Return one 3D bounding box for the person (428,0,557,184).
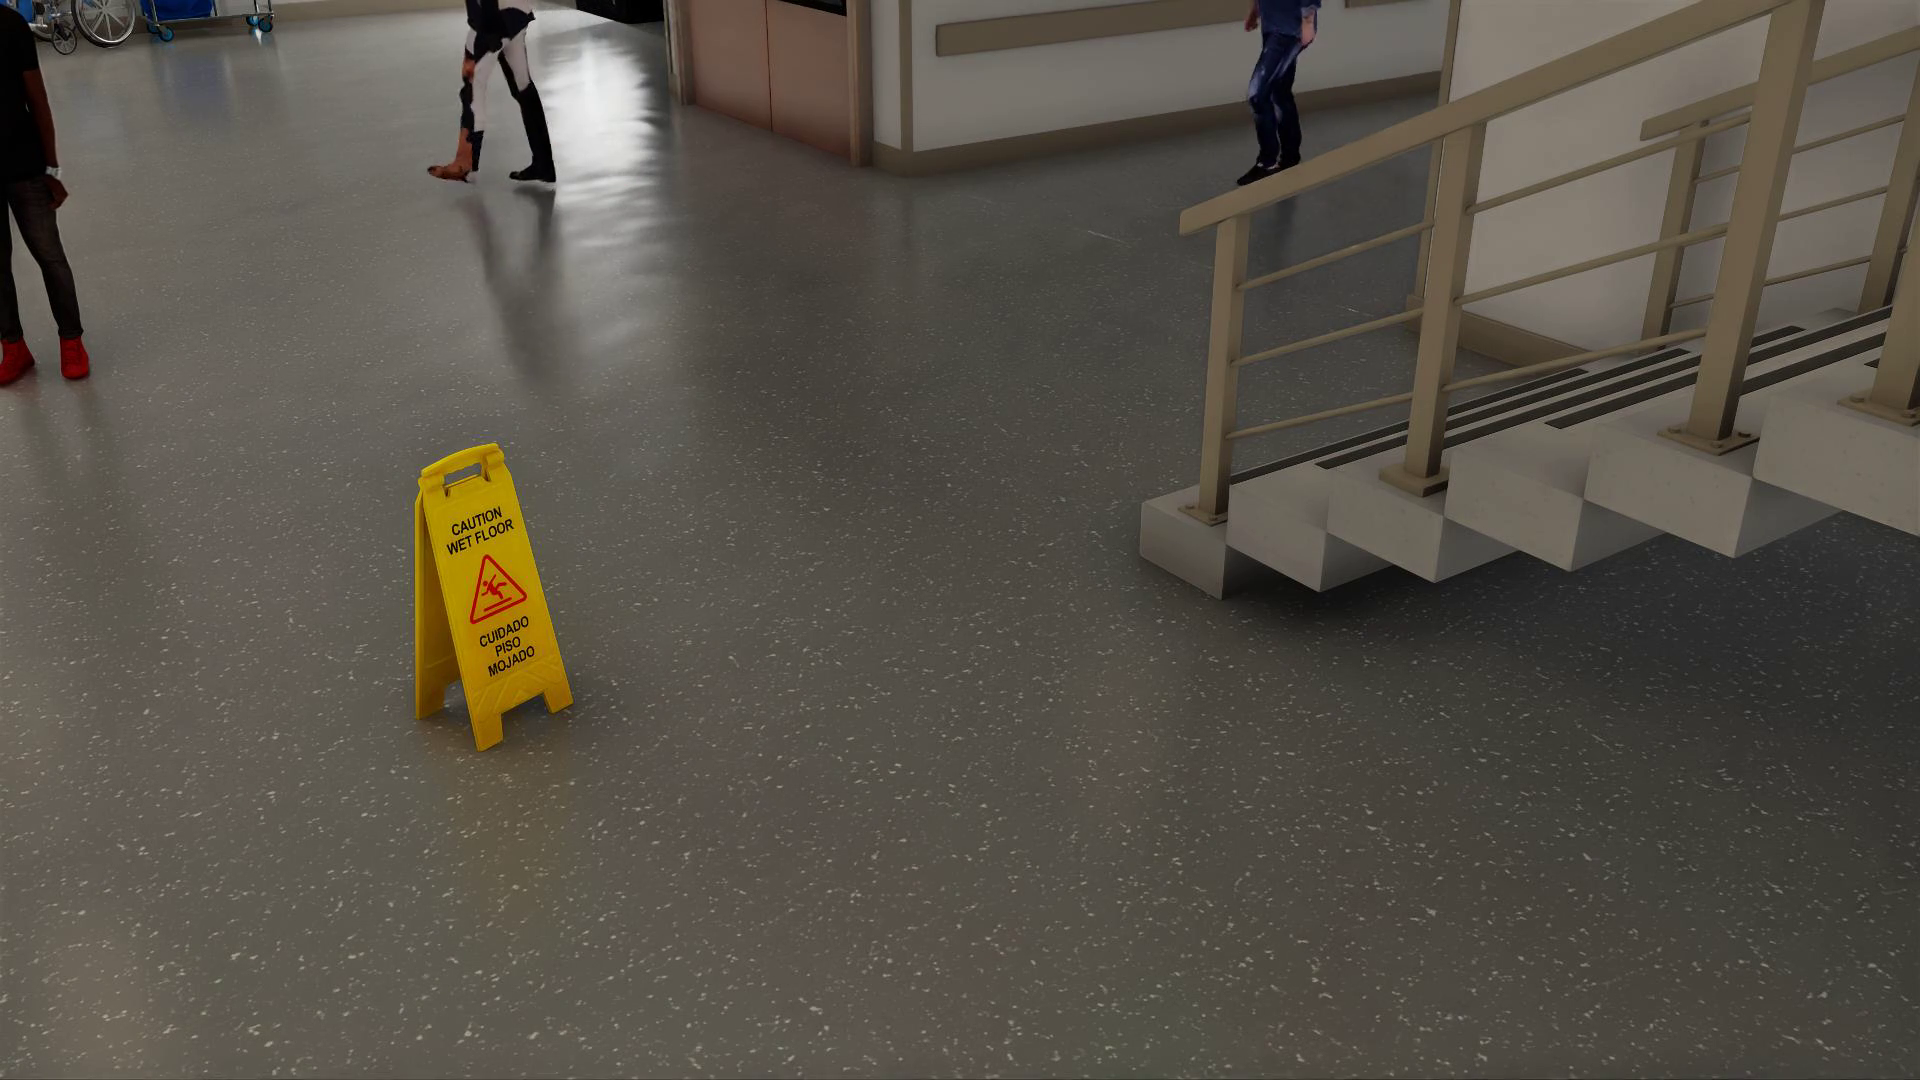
[{"bbox_3d":[-2.640,-3.016,9.786,1.122,1.866,1.074,3,26,7],"label":"person"}]

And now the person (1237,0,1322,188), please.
[{"bbox_3d":[1.983,-3.009,9.842,0.912,1.805,0.810,-4,26,-8],"label":"person"}]

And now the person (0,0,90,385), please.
[{"bbox_3d":[-3.943,-1.550,6.817,0.704,1.805,0.655,-7,27,-13],"label":"person"}]
